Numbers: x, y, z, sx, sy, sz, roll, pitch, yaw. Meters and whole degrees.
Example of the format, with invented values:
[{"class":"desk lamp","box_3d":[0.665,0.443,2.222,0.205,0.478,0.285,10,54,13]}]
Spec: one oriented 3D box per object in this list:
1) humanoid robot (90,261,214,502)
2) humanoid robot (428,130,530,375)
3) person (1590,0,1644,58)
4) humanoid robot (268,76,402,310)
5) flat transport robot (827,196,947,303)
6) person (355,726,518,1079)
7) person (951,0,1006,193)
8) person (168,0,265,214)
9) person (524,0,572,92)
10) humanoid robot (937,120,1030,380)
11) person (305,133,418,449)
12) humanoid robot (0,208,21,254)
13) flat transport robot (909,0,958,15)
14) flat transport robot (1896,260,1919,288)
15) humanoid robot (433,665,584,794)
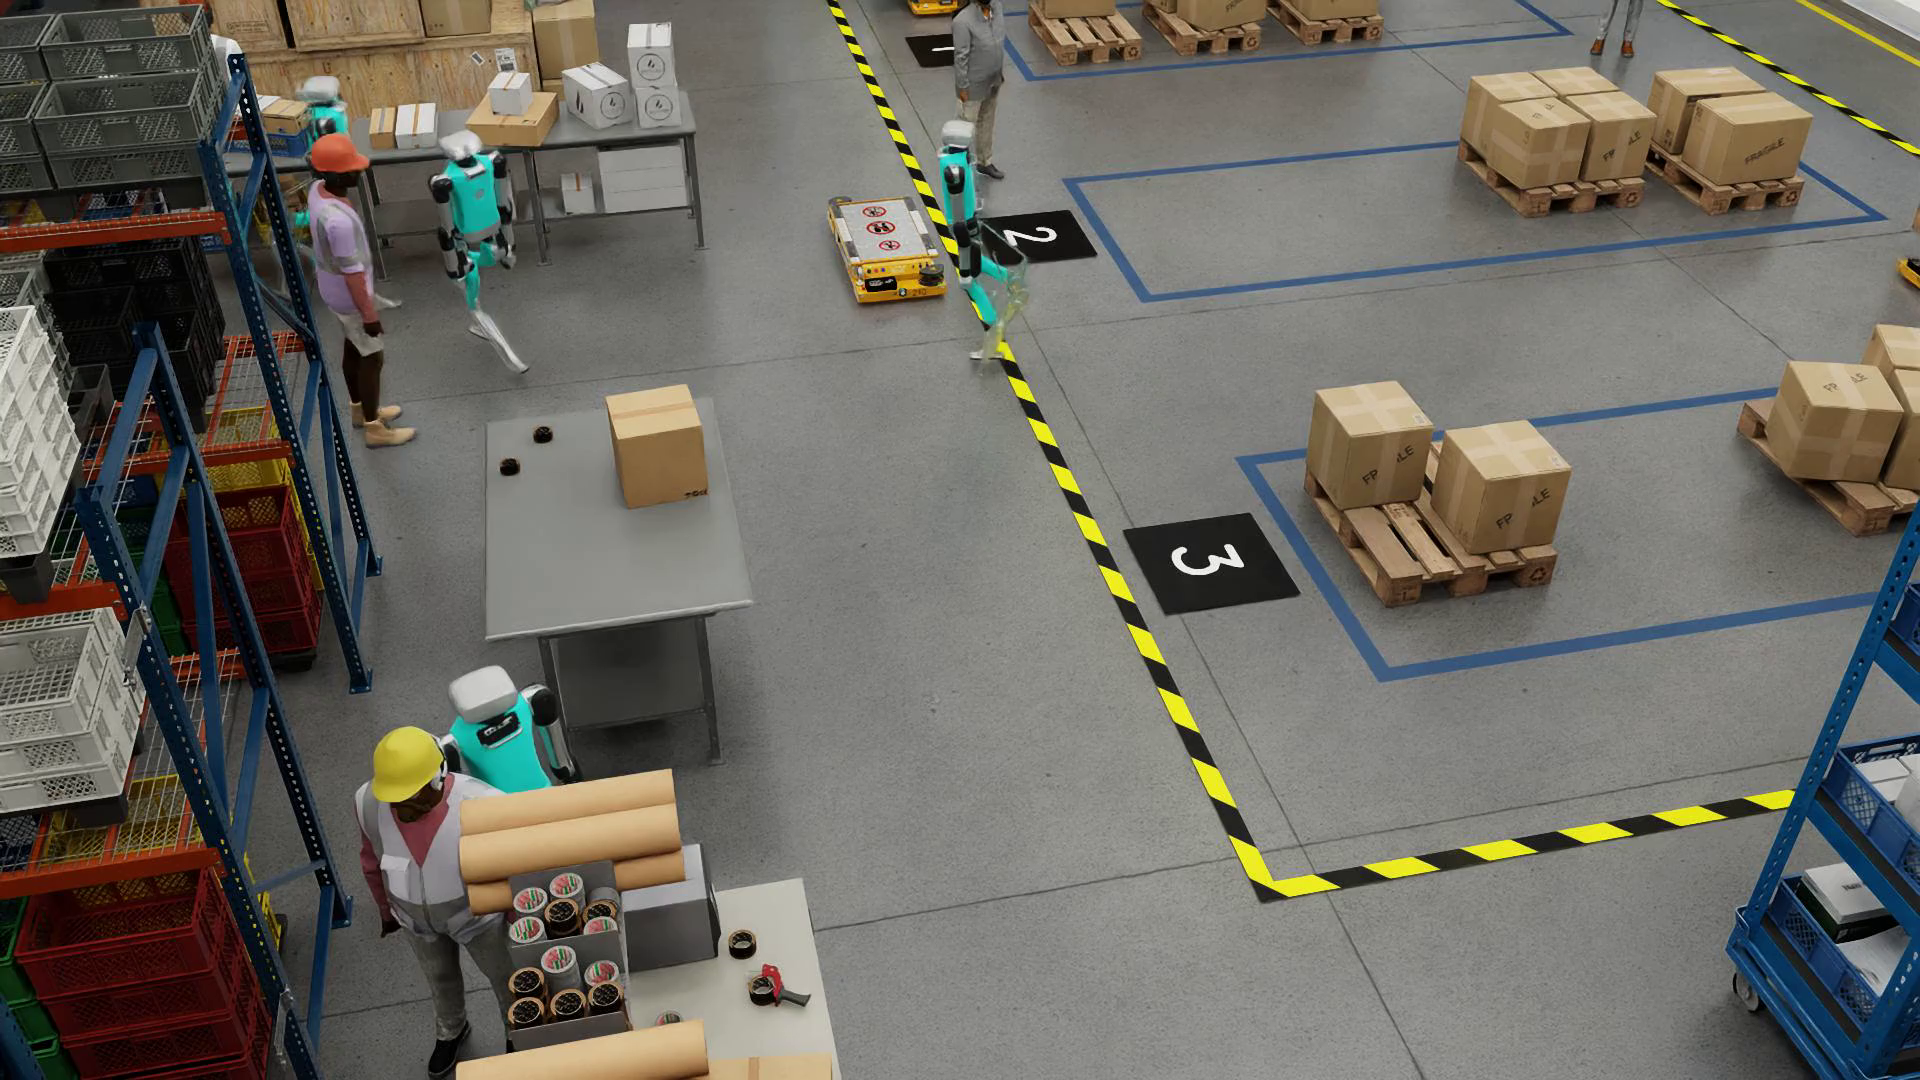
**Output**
[{"class":"humanoid robot","box_3d":[-4.885,-0.874,9.594,0.776,1.613,0.617,-8,37,-10]},{"class":"humanoid robot","box_3d":[-3.243,-1.907,10.889,0.991,1.739,0.555,29,46,33]},{"class":"person","box_3d":[6.343,-5.466,15.554,0.586,1.877,0.393,11,38,15]},{"class":"humanoid robot","box_3d":[-4.572,-2.301,11.475,1.028,1.775,0.534,-6,37,-8]},{"class":"flat transport robot","box_3d":[-0.570,-2.220,12.538,0.659,0.231,1.431,-8,37,-10]},{"class":"person","box_3d":[-1.952,1.402,6.359,0.597,1.830,0.403,1,37,2]},{"class":"person","box_3d":[0.144,-3.673,13.231,0.396,1.767,0.573,26,44,30]},{"class":"person","box_3d":[-5.484,-3.150,12.432,0.571,1.887,0.356,2,37,2]},{"class":"person","box_3d":[-3.476,-4.565,14.294,0.411,1.939,0.602,23,43,28]},{"class":"humanoid robot","box_3d":[0.220,-1.828,10.857,0.733,1.871,0.535,0,37,0]},{"class":"person","box_3d":[-3.657,-1.512,10.124,0.461,2.028,0.608,-17,40,-21]},{"class":"humanoid robot","box_3d":[-6.501,-1.909,10.949,0.605,1.642,0.588,16,40,20]},{"class":"flat transport robot","box_3d":[-0.290,-5.821,17.354,0.652,0.197,1.431,-8,37,-10]},{"class":"flat transport robot","box_3d":[7.720,-1.956,12.159,1.431,0.197,0.652,-5,37,-7]},{"class":"humanoid robot","box_3d":[-1.558,1.359,6.525,0.569,1.793,0.857,-28,45,-32]}]
